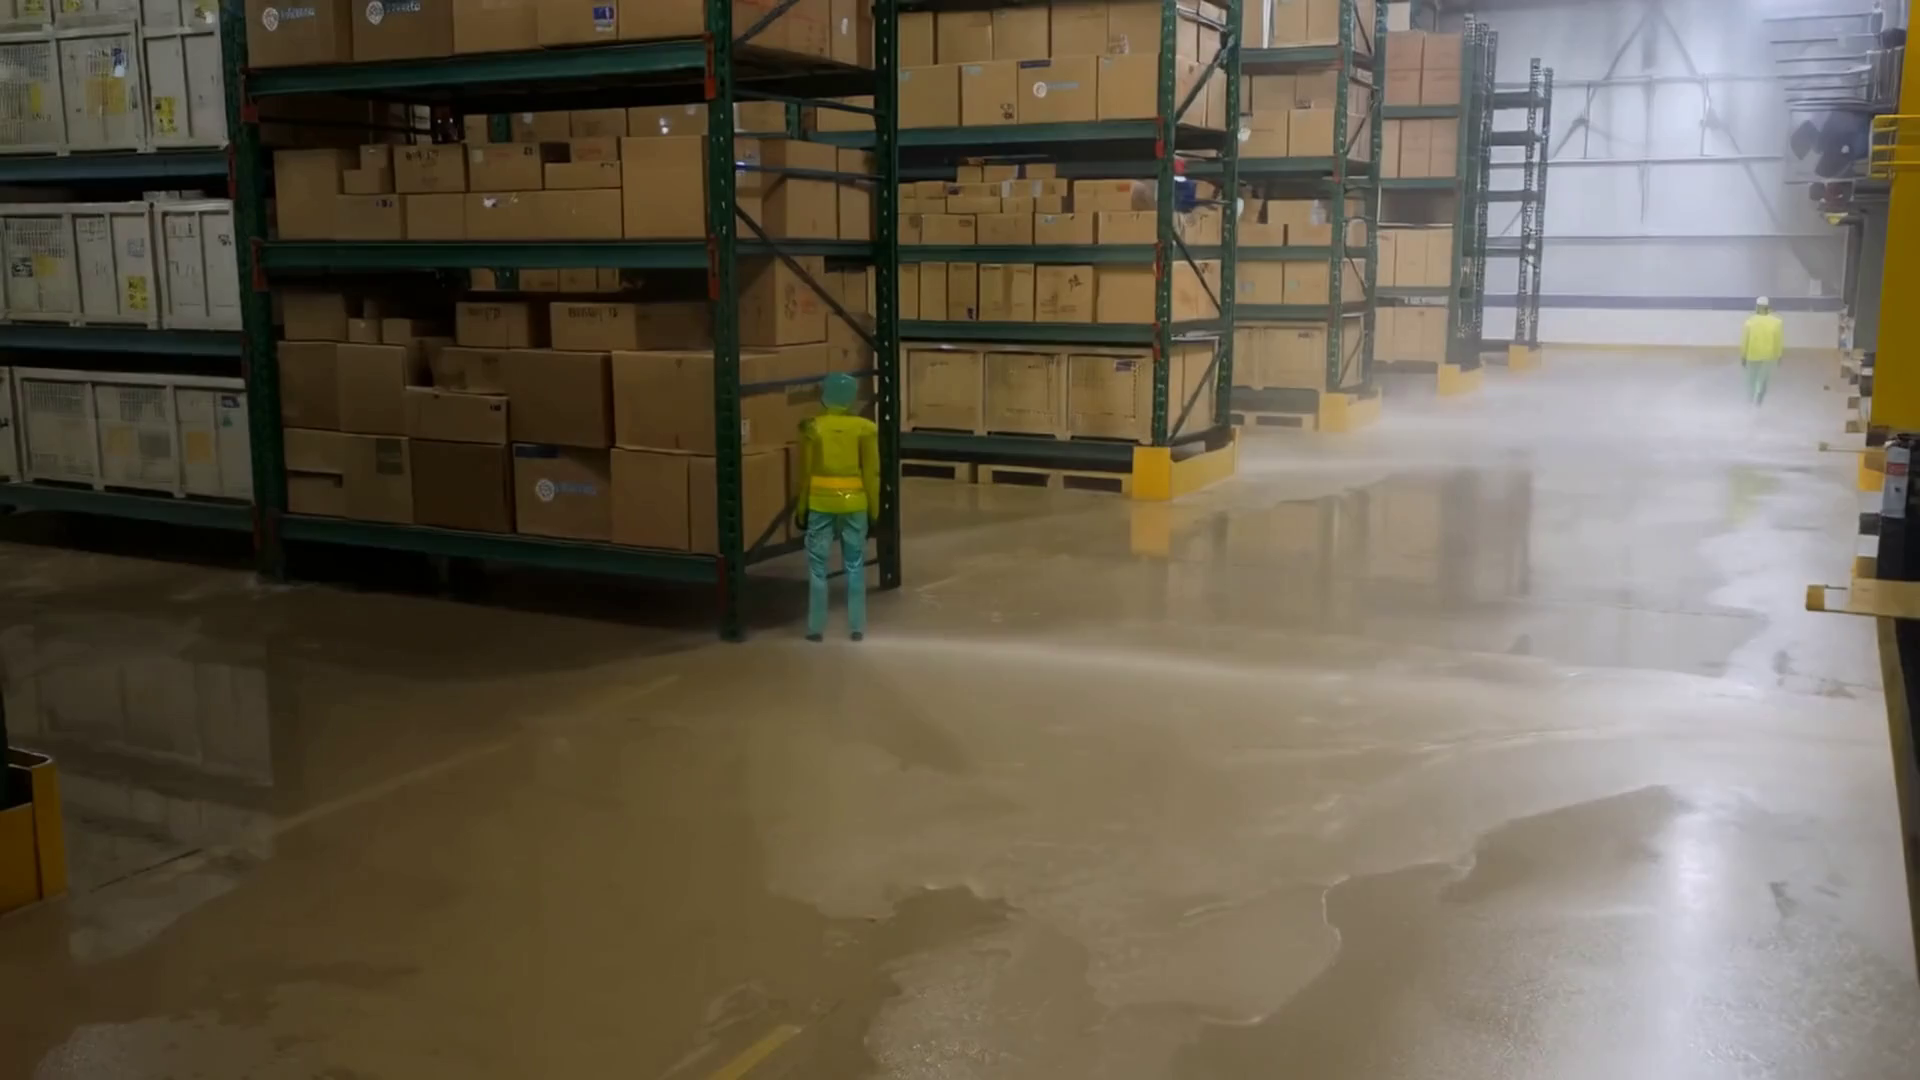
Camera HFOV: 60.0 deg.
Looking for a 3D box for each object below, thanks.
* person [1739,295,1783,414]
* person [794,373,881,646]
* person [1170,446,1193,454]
[{"bbox_3d":[11.602,-2.682,24.116,0.566,1.725,0.738,6,11,31],"label":"person"},{"bbox_3d":[-0.725,-0.178,9.897,0.525,1.632,0.314,-2,10,-14],"label":"person"},{"bbox_3d":[2.449,-1.814,18.827,0.732,1.809,0.621,6,11,30],"label":"person"}]
